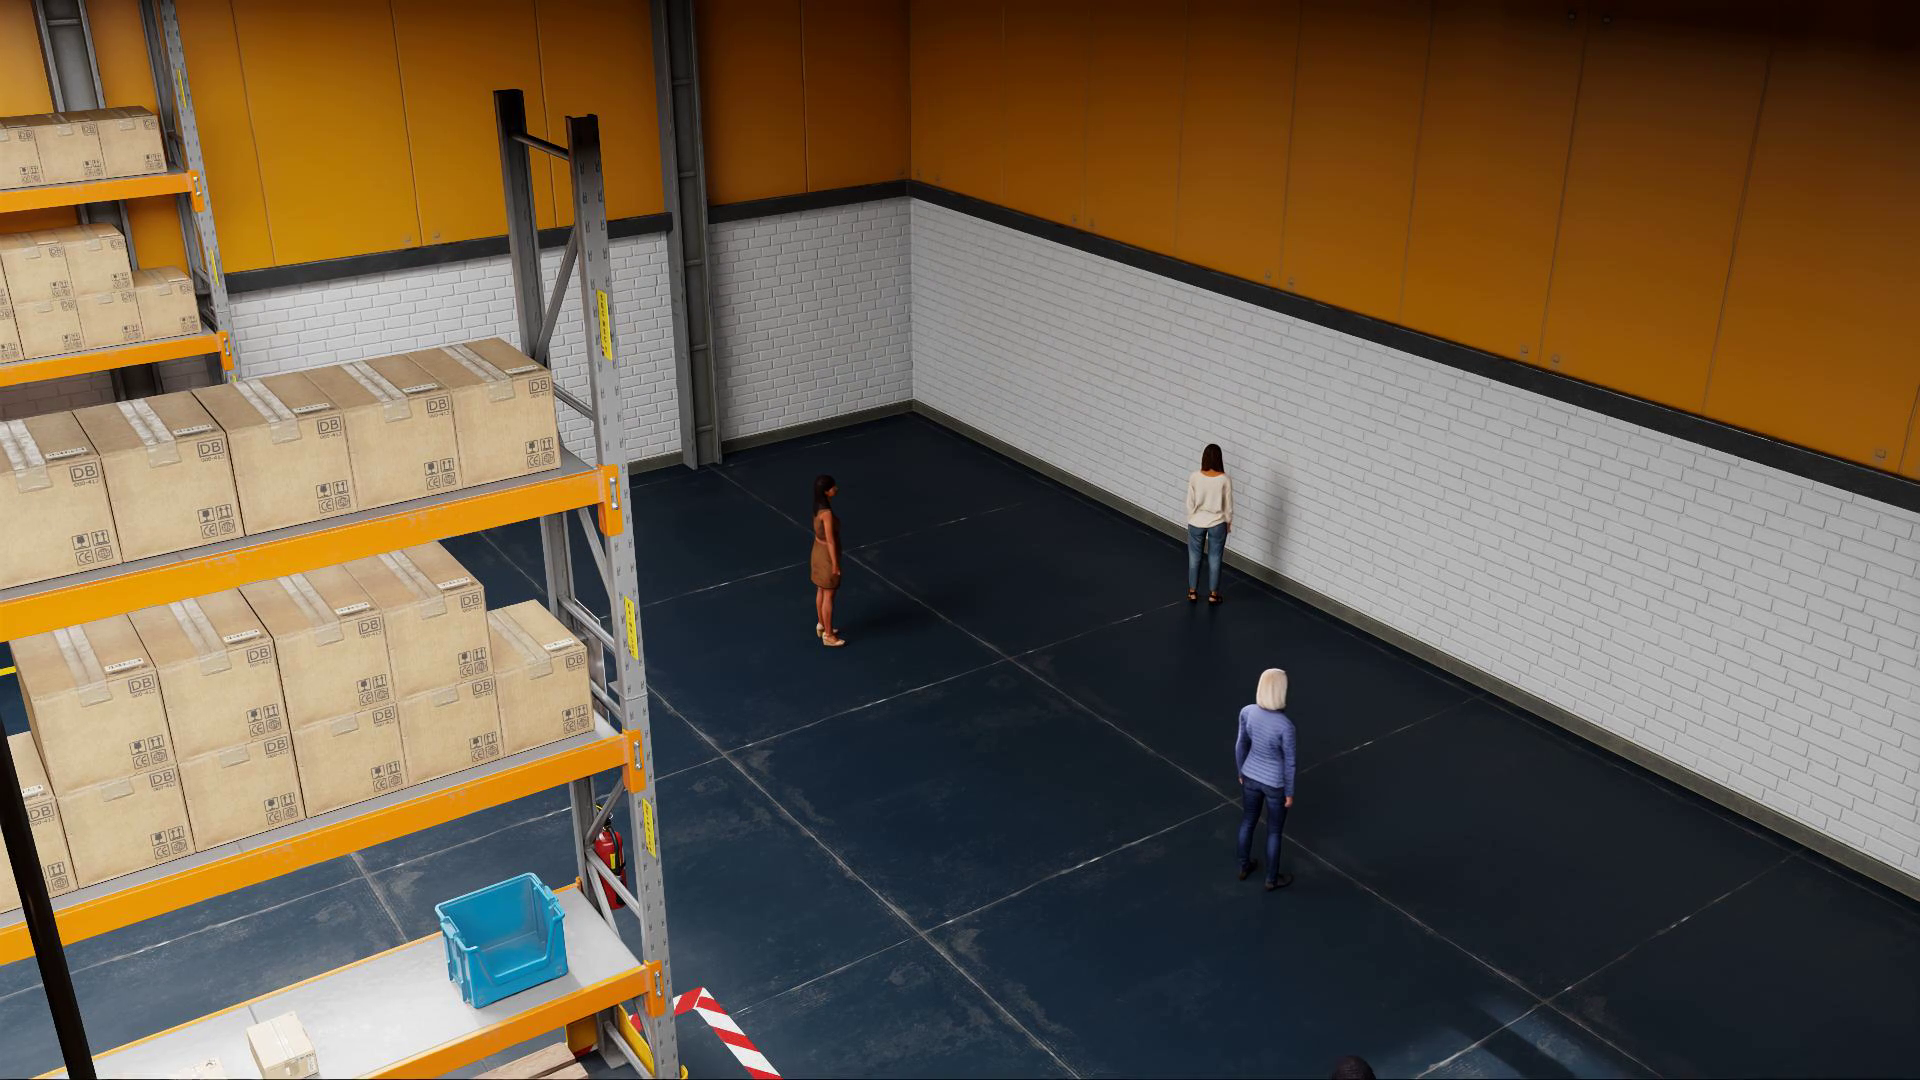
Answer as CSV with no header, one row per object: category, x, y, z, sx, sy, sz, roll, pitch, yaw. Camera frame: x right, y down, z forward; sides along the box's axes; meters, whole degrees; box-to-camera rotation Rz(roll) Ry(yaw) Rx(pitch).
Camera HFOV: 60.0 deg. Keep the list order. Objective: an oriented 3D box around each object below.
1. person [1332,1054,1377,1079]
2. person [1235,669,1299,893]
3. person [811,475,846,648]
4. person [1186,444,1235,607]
person,1.980,3.369,8.279,0.489,1.704,0.768,-9,25,-20
person,2.208,1.723,11.998,0.684,1.741,0.614,21,31,39
person,-1.248,0.181,15.590,0.602,1.690,0.623,-7,25,-16
person,2.440,-0.157,16.373,0.702,1.682,0.721,9,25,19
